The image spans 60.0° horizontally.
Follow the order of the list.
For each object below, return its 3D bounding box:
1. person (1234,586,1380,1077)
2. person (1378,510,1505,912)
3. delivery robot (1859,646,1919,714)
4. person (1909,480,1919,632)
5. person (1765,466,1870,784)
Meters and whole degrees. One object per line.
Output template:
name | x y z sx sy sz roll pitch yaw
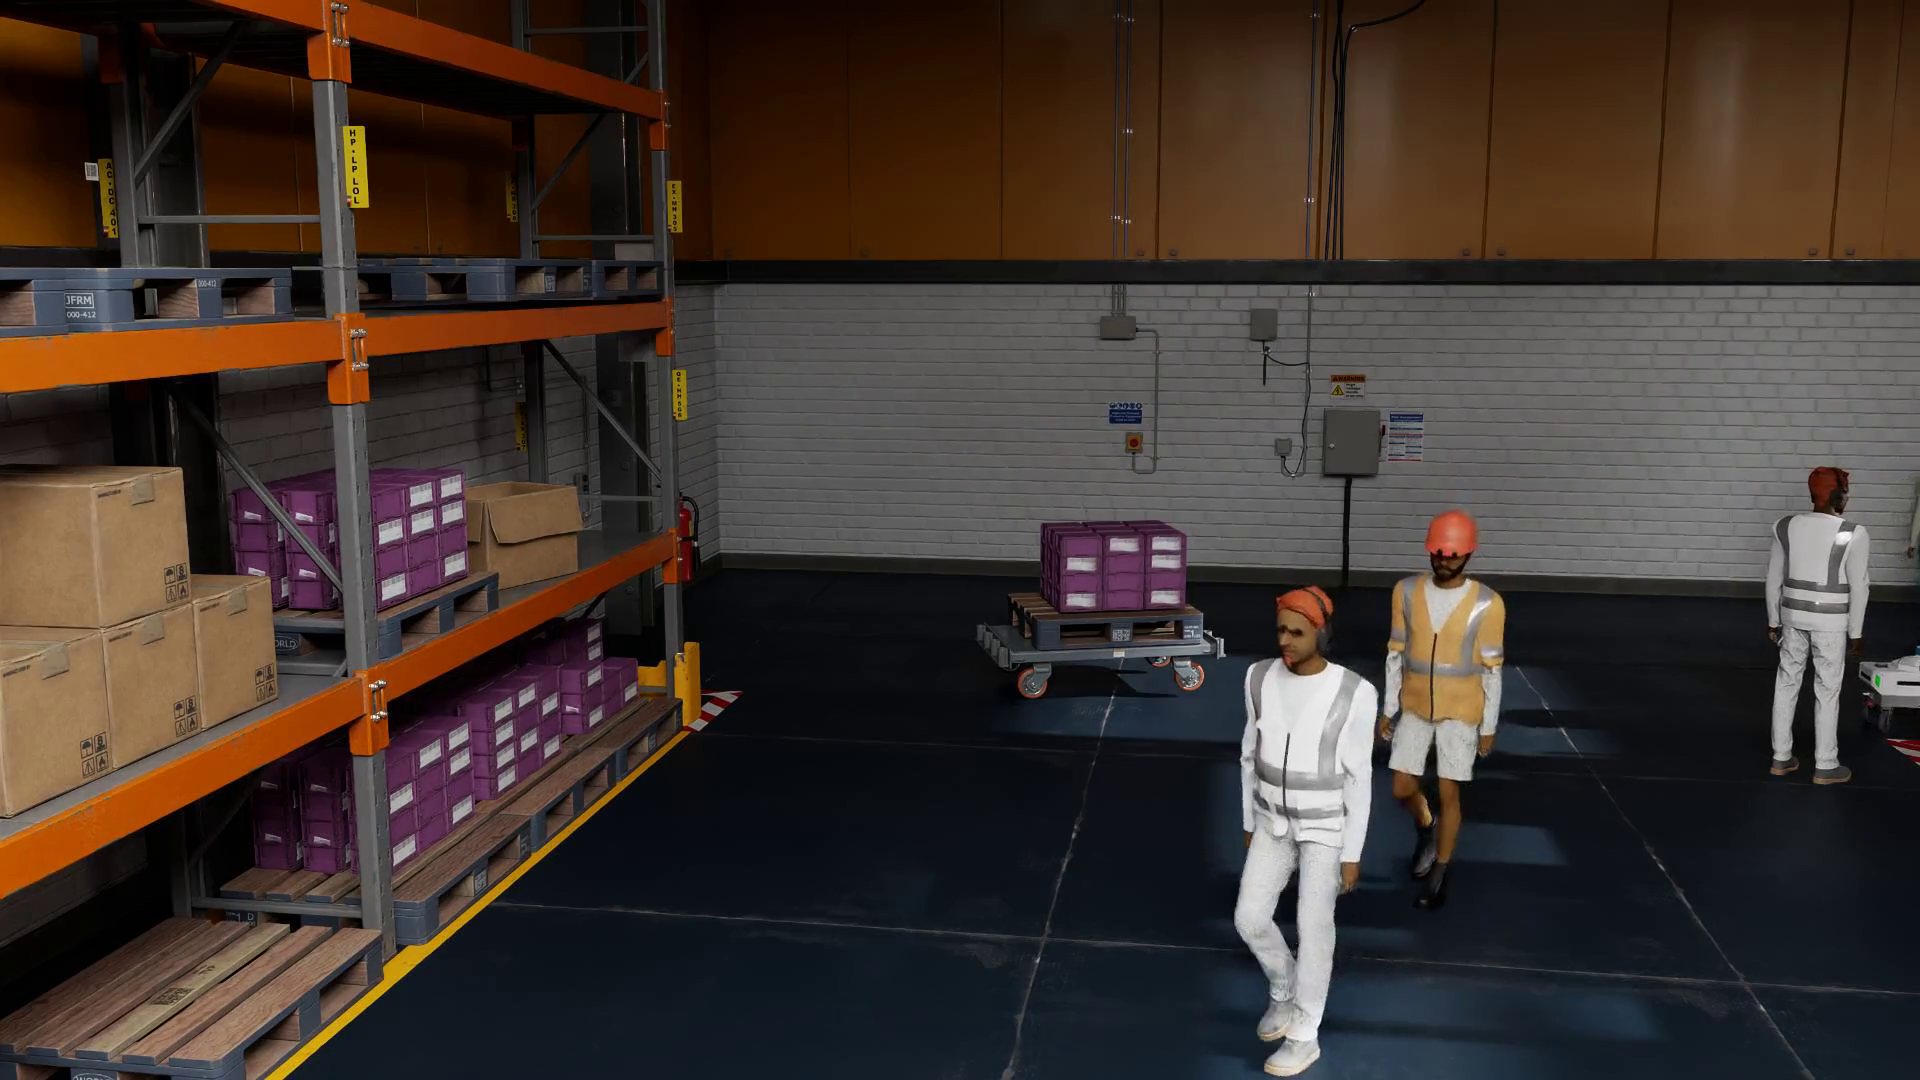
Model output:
person | 1.277 1.098 6.265 0.578 1.872 0.404 8 12 40
person | 2.288 0.800 7.921 0.576 1.923 0.475 6 11 33
delivery robot | 6.346 0.941 10.974 0.707 0.478 0.477 2 9 9
person | 7.864 0.029 13.302 0.763 1.732 0.535 -7 12 -38
person | 5.081 0.502 9.888 0.358 1.881 0.574 -7 12 -37
